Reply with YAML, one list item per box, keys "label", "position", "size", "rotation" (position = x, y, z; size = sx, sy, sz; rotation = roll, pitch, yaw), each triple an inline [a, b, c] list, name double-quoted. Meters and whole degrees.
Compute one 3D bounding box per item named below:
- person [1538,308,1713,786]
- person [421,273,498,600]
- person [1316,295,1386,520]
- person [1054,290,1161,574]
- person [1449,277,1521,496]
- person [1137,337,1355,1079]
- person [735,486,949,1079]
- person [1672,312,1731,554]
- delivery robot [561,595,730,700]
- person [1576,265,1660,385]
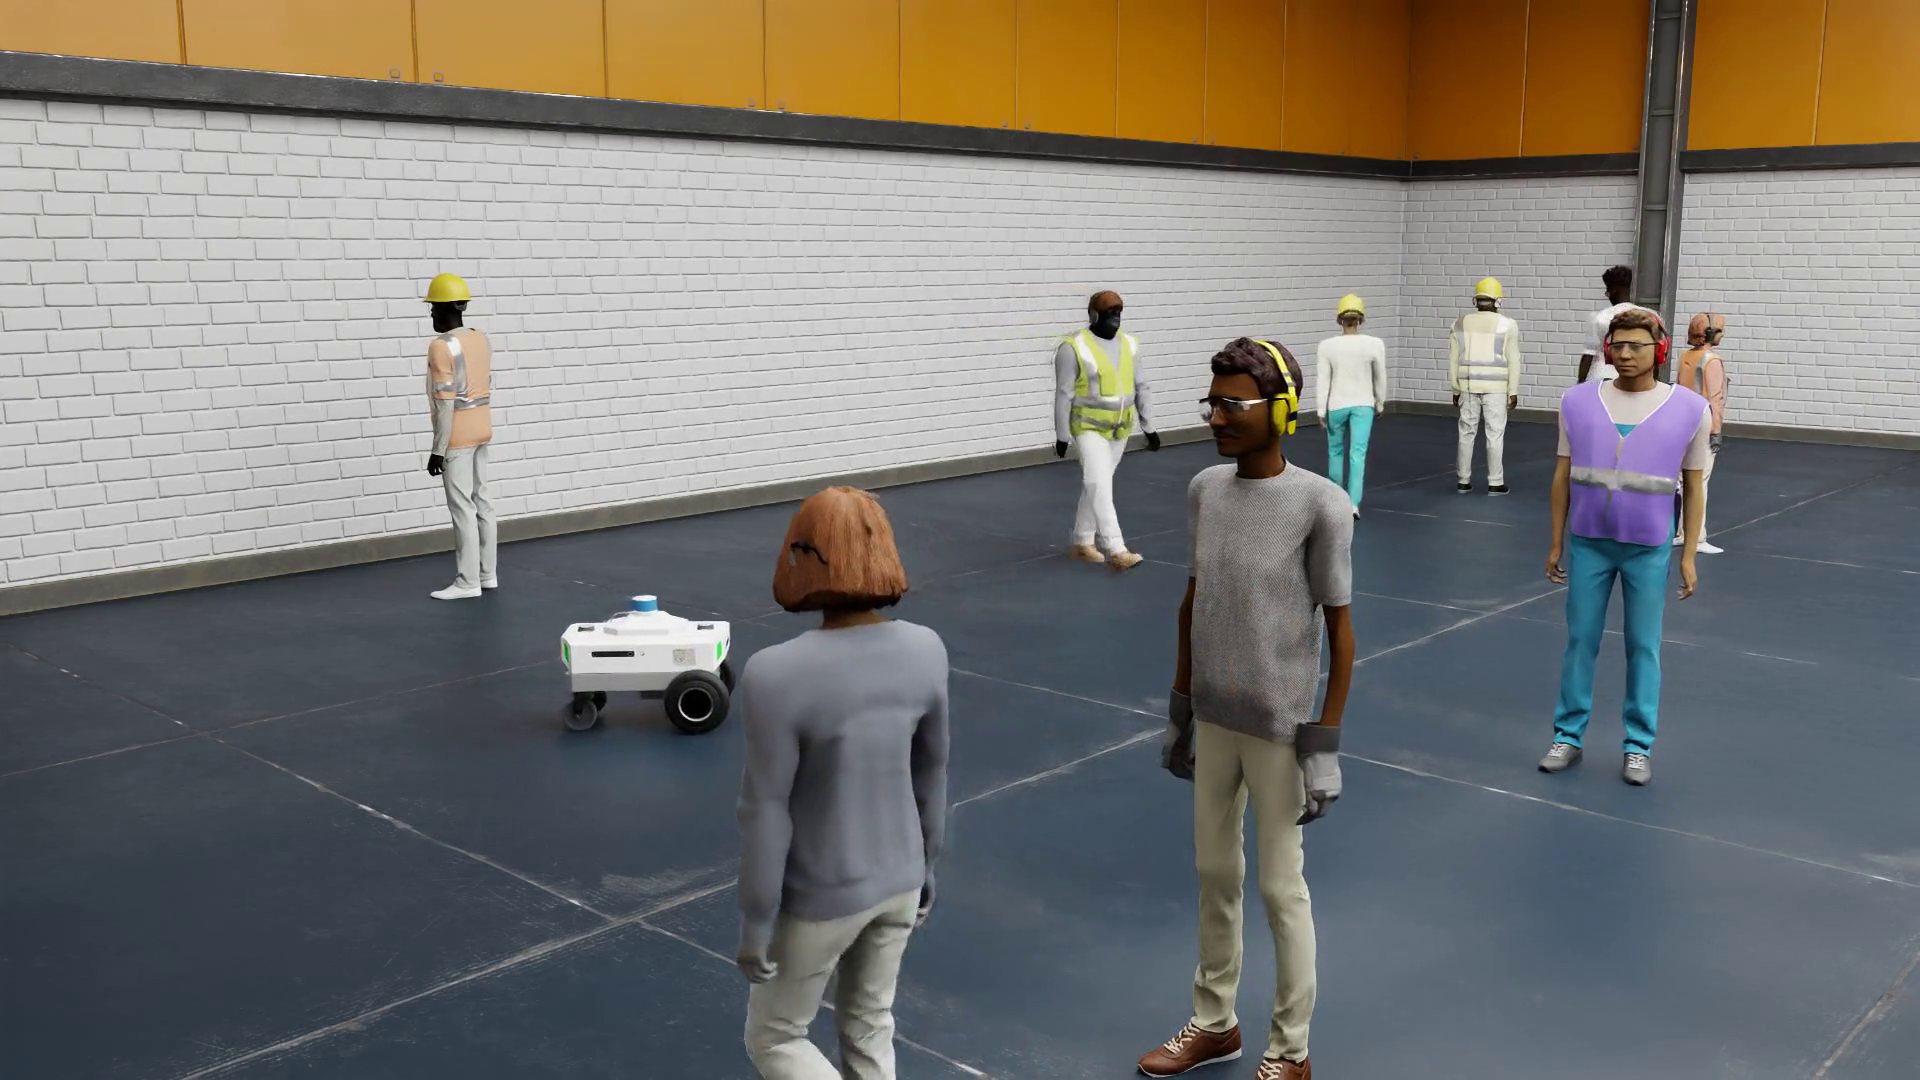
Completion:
- label: "person"
  position: [2.593, 0.023, 6.498]
  size: [0.564, 1.847, 0.395]
  rotation: [6, 12, 32]
- label: "person"
  position: [-2.972, -0.606, 9.854]
  size: [0.369, 1.928, 0.585]
  rotation: [2, 10, 11]
- label: "person"
  position: [3.023, -1.033, 12.897]
  size: [0.527, 1.722, 0.920]
  rotation: [3, 10, 15]
- label: "person"
  position: [0.983, -0.694, 10.698]
  size: [0.646, 1.795, 0.936]
  rotation: [-7, 12, -34]
- label: "person"
  position: [4.417, -1.287, 13.994]
  size: [0.590, 1.835, 0.404]
  rotation: [7, 12, 34]
- label: "person"
  position: [0.690, 0.452, 3.993]
  size: [0.315, 1.870, 0.533]
  rotation: [-8, 13, -39]
- label: "person"
  position: [-0.205, 0.703, 3.275]
  size: [0.515, 1.616, 0.419]
  rotation: [-9, 13, -42]
- label: "person"
  position: [5.051, -0.732, 11.387]
  size: [0.311, 1.642, 0.512]
  rotation: [-1, 10, -4]
- label: "delivery robot"
  position: [-1.372, 0.486, 7.274]
  size: [0.707, 0.478, 0.477]
  rotation: [-1, 10, -3]
- label: "person"
  position: [5.349, -1.252, 13.500]
  size: [0.644, 1.937, 0.526]
  rotation: [0, 10, -2]
